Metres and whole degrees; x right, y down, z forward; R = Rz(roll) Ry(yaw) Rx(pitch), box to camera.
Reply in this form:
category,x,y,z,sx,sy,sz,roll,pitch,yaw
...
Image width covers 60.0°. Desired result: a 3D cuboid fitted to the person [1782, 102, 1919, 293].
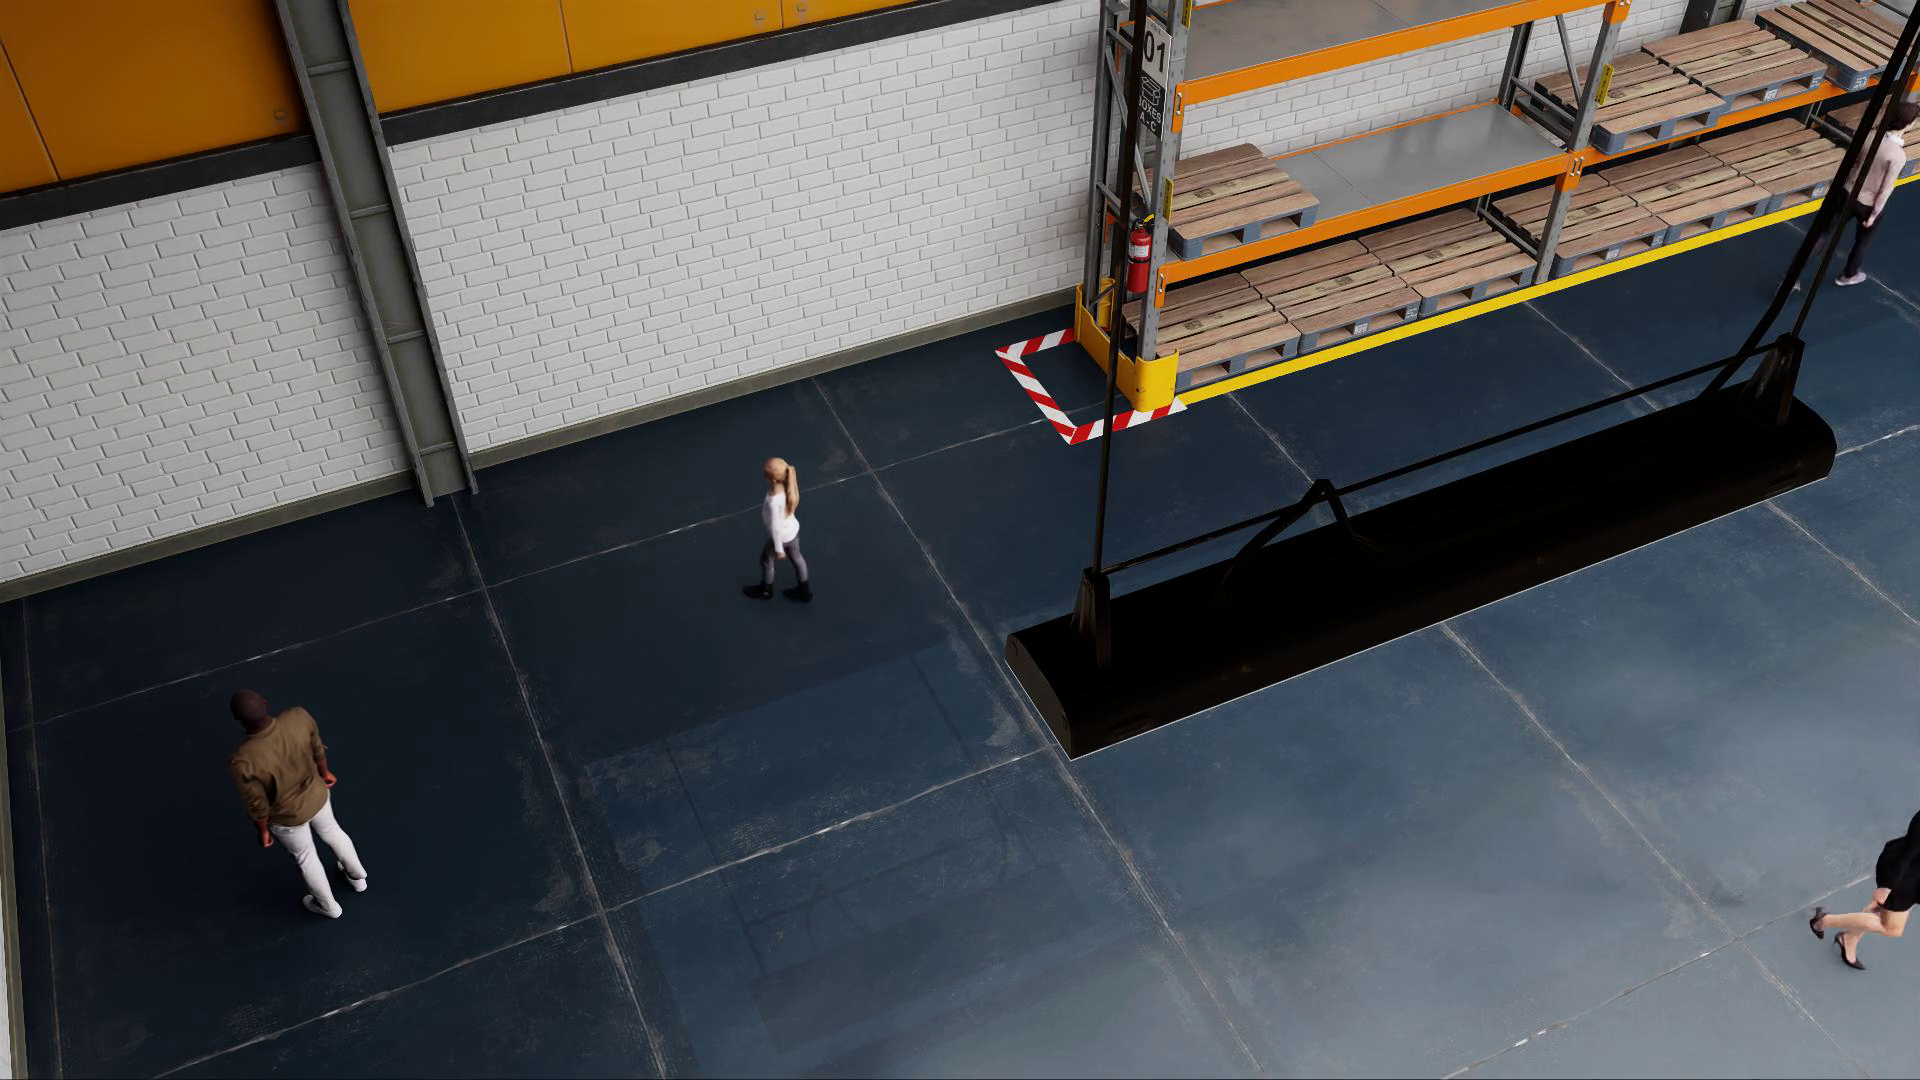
category,x,y,z,sx,sy,sz,roll,pitch,yaw
person,7.467,-2.827,13.919,1.139,1.779,0.629,-17,46,-17

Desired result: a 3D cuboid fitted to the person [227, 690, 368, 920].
category,x,y,z,sx,sy,sz,roll,pitch,yaw
person,-3.742,1.480,9.364,0.865,1.825,0.733,23,48,22

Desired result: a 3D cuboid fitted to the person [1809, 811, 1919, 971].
category,x,y,z,sx,sy,sz,roll,pitch,yaw
person,5.094,1.783,9.102,0.726,1.746,0.782,-32,52,-29

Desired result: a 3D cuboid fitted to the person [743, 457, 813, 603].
category,x,y,z,sx,sy,sz,roll,pitch,yaw
person,-1.152,-0.035,11.359,0.803,1.266,0.741,14,45,14
